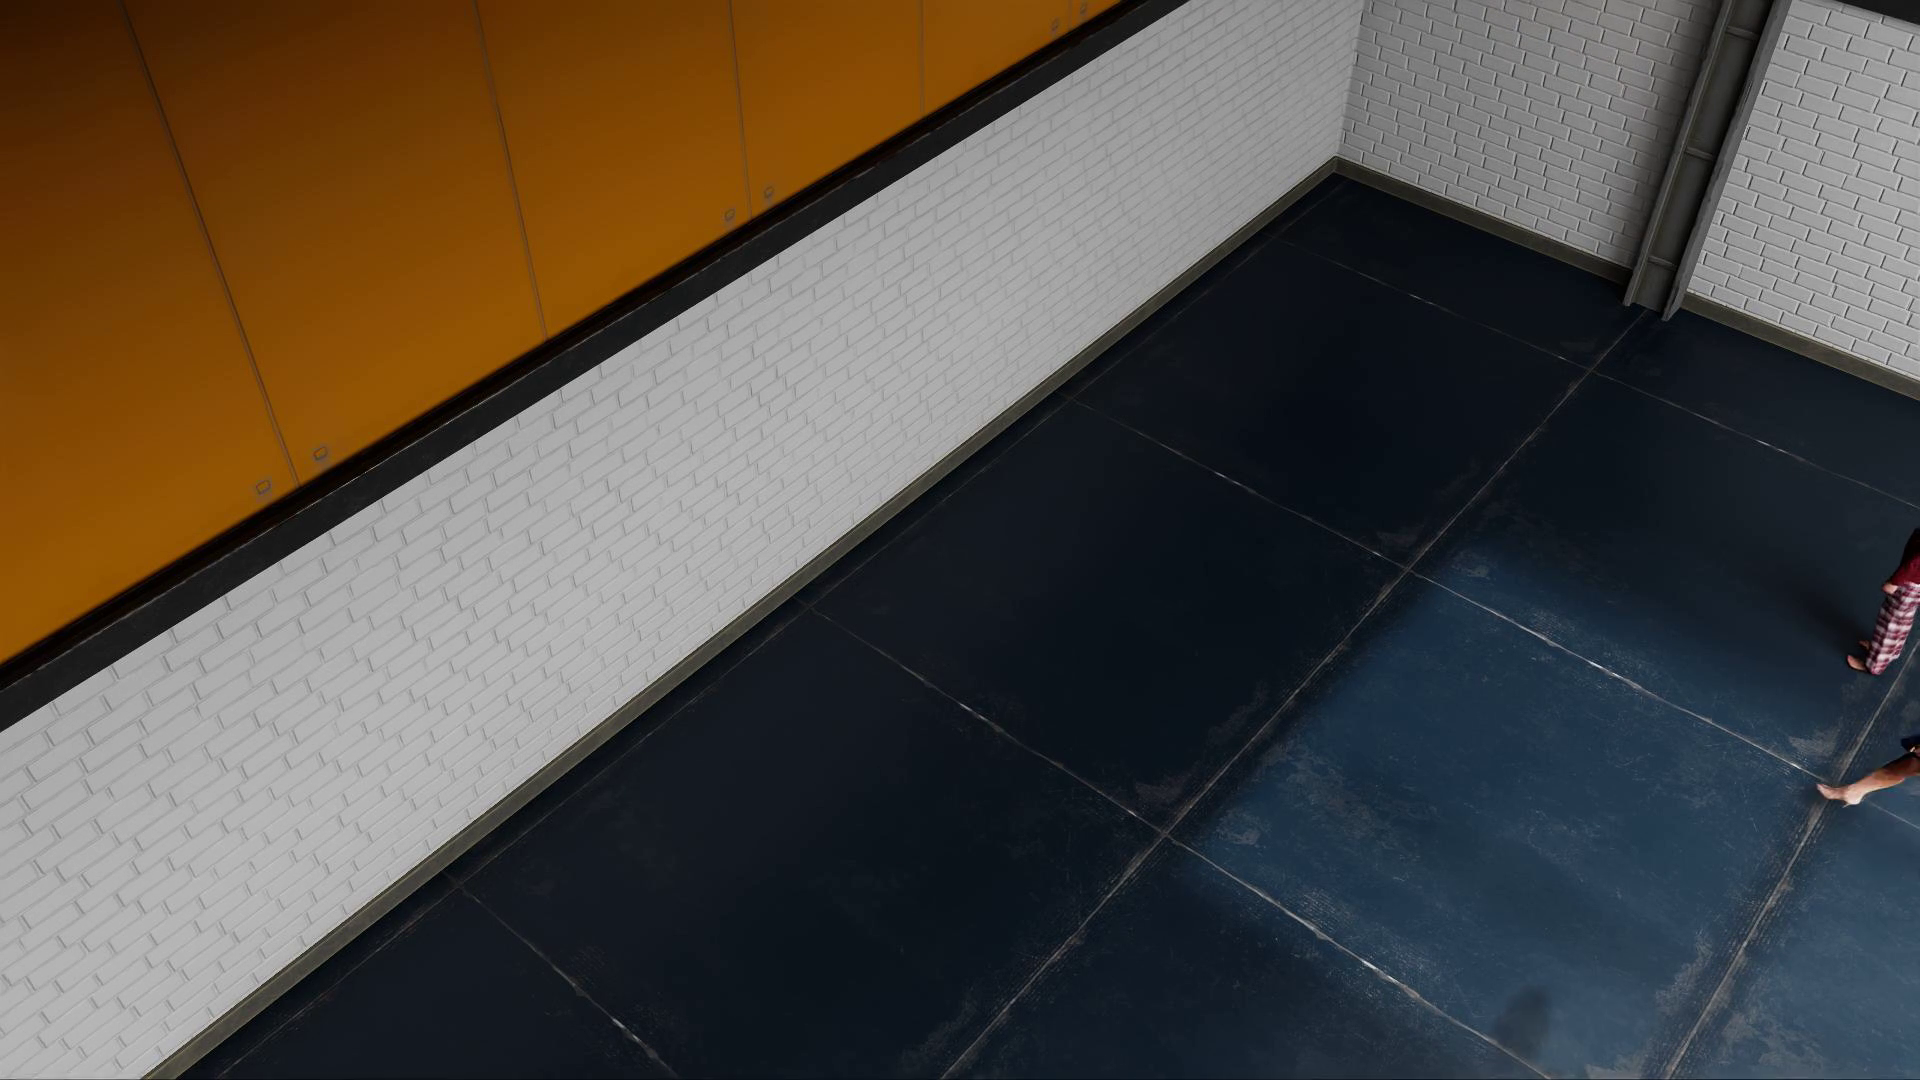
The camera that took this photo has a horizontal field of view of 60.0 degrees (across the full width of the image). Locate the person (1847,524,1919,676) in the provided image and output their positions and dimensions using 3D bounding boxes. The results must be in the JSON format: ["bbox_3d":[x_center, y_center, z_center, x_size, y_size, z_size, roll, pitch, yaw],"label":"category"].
[{"bbox_3d":[6.129,0.189,10.585,0.498,1.702,0.622,32,52,29],"label":"person"}]
